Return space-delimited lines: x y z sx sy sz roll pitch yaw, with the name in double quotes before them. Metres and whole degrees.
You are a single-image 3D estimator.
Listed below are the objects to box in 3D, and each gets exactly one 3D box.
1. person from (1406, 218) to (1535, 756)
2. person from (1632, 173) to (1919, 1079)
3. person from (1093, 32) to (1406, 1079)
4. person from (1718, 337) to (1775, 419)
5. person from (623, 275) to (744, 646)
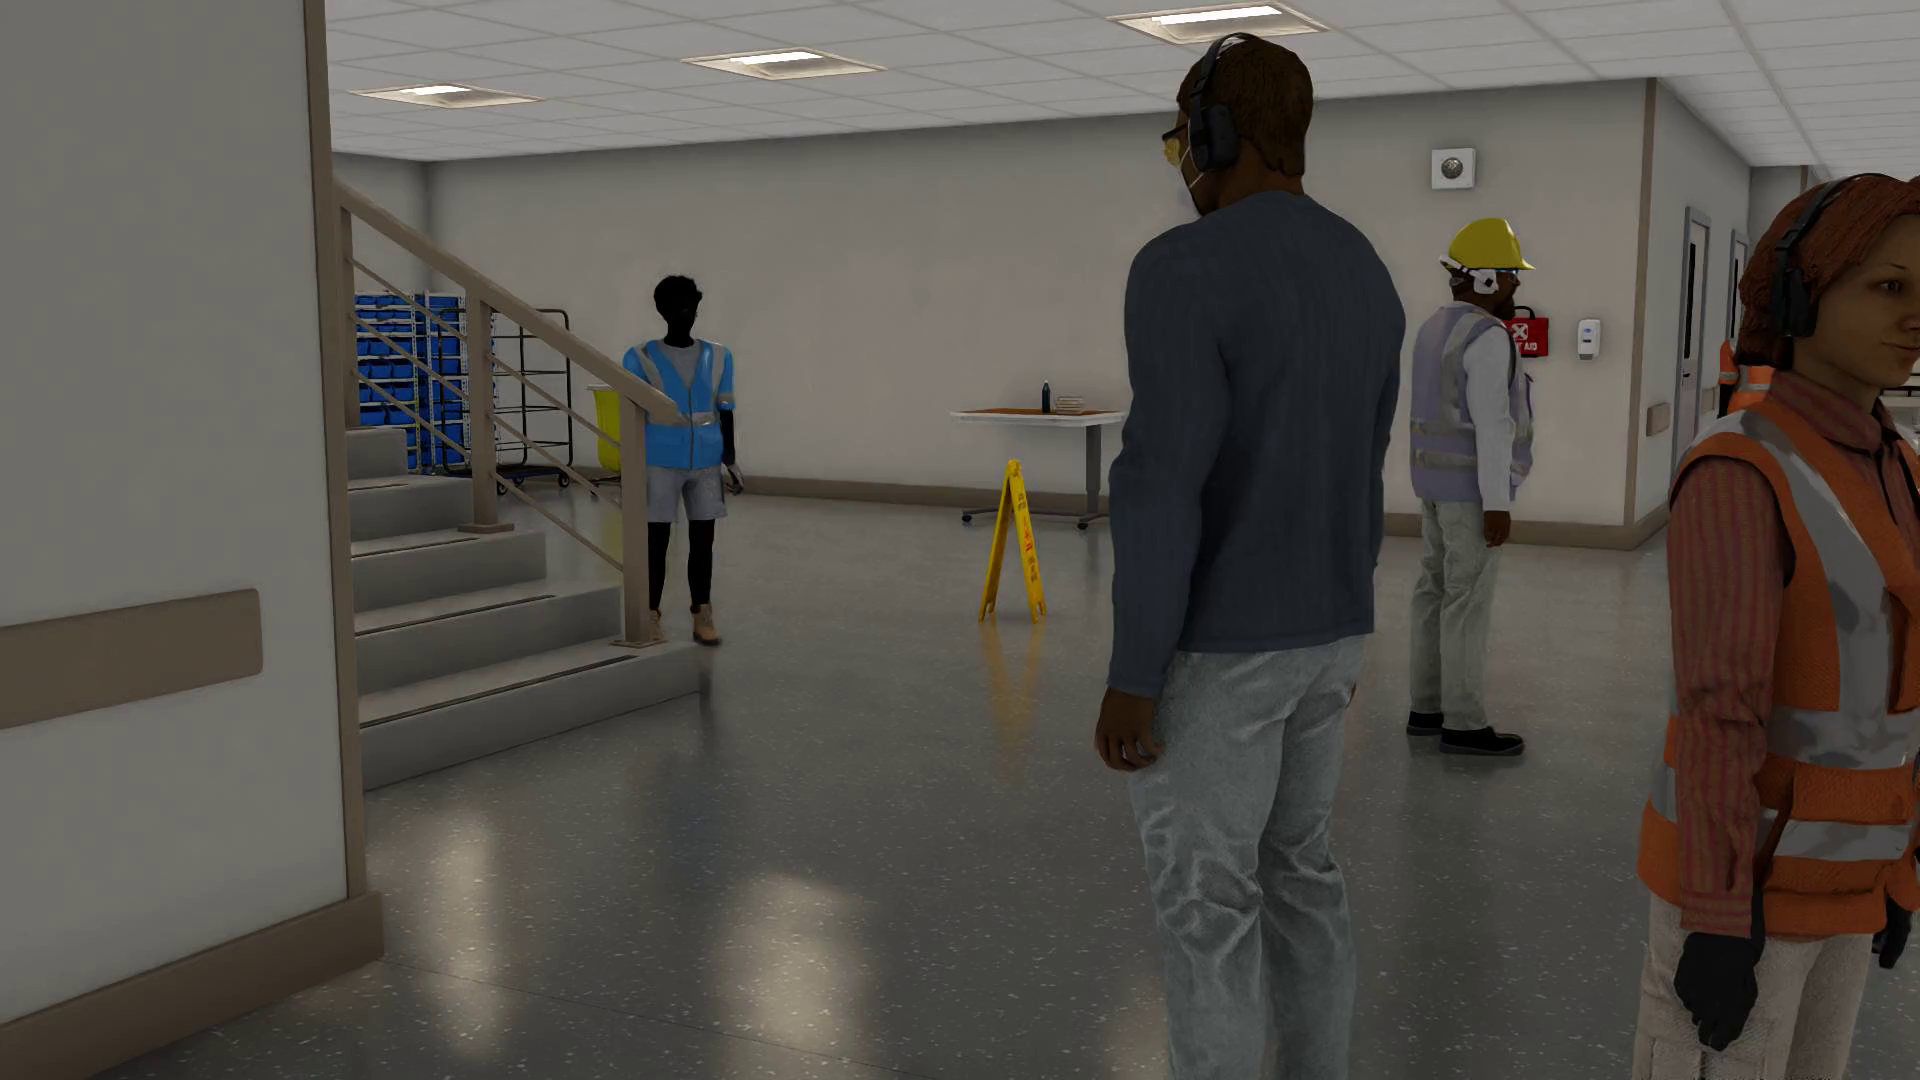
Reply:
"person" 1.767 -0.183 5.757 0.403 1.831 0.595 -1 7 -6
"person" 0.955 0.413 1.922 0.514 1.636 0.315 -7 10 -42
"person" 0.463 0.174 2.663 0.381 1.928 0.634 7 10 43
"person" 5.132 -0.757 10.698 0.537 1.696 0.317 1 7 8
"person" -1.264 -0.346 7.541 0.543 1.693 0.324 -4 8 -29
